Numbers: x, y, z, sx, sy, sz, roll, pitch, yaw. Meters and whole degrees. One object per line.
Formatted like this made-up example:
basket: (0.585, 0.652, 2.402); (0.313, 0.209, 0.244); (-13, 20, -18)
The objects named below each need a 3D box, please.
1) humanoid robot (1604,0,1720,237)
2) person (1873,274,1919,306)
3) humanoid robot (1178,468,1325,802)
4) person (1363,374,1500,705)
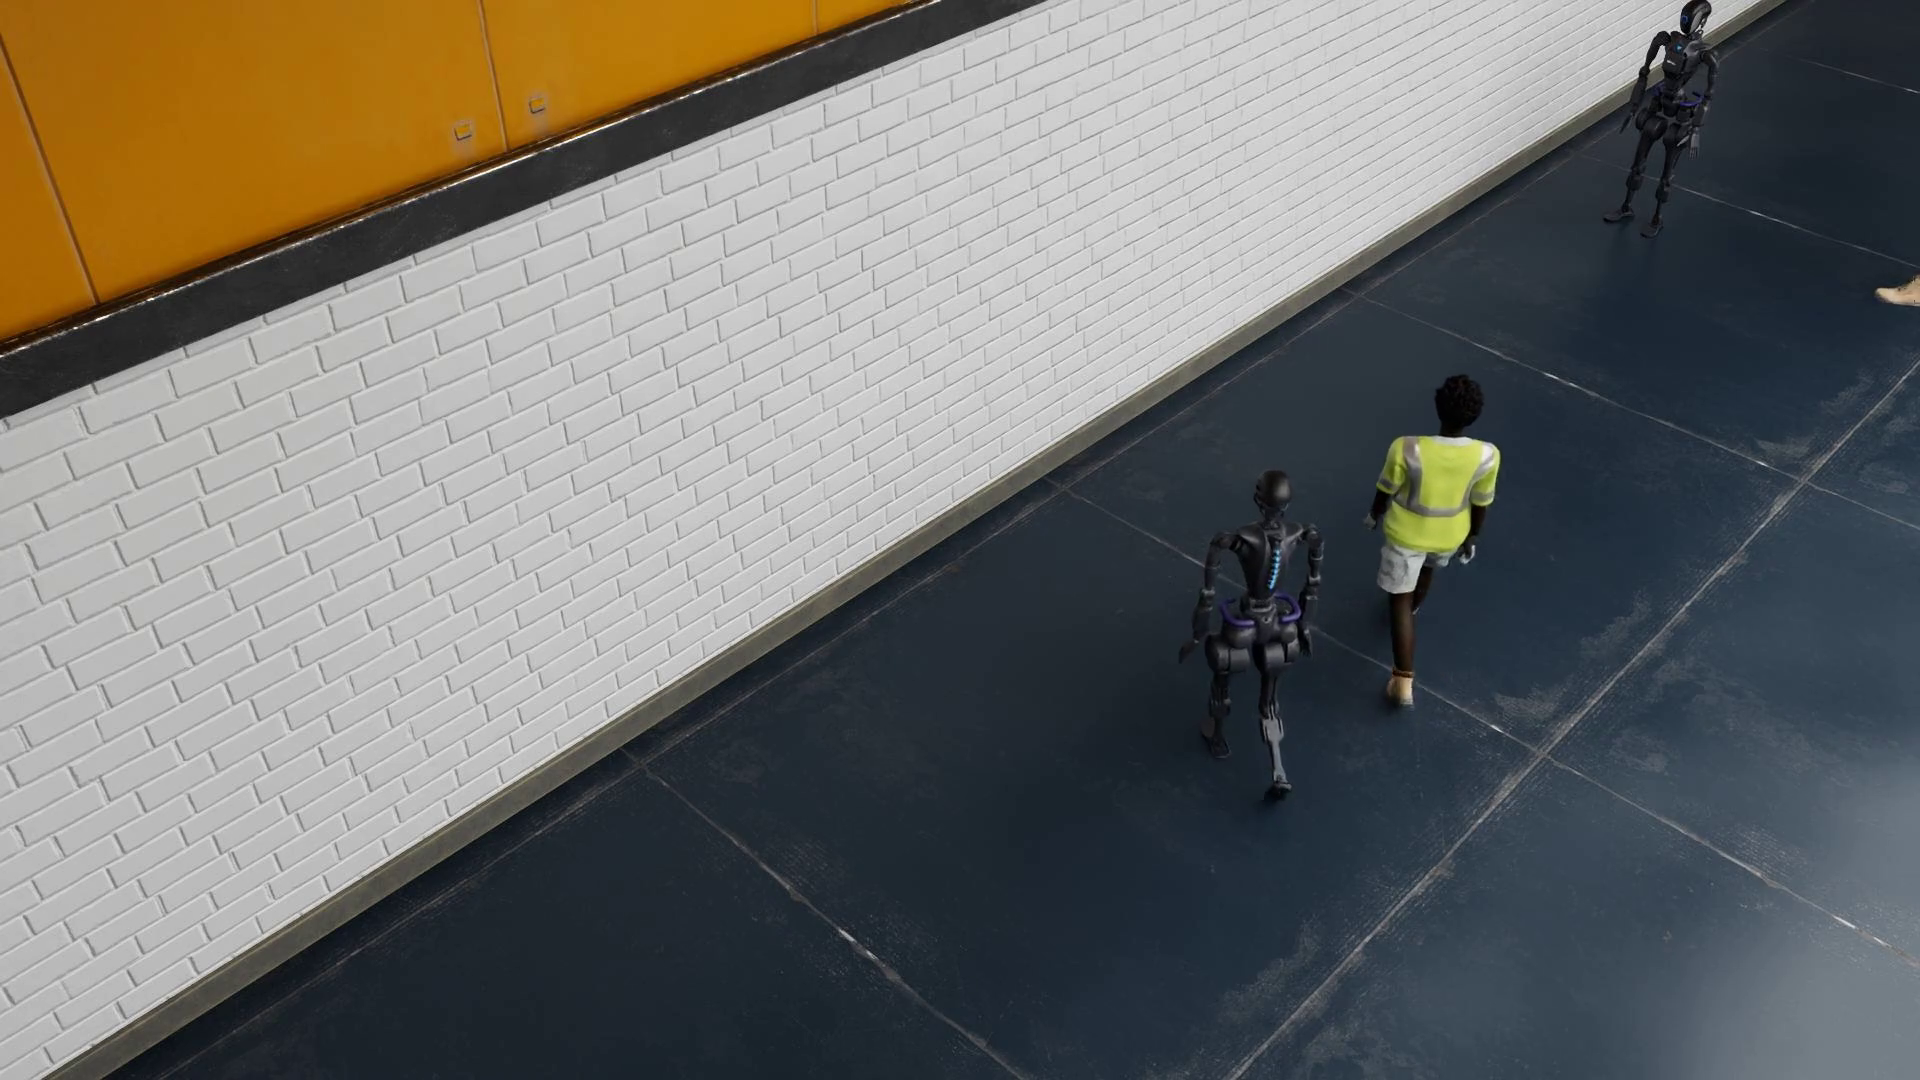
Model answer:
humanoid robot: (4.853, -2.890, 11.393); (0.315, 1.657, 0.599); (-26, 45, -28)
person: (6.562, -2.351, 10.465); (0.813, 2.013, 0.615); (16, 41, 19)
humanoid robot: (1.292, 0.446, 7.254); (0.612, 1.637, 0.671); (-7, 39, -9)
person: (2.205, -0.028, 7.840); (0.529, 1.654, 0.856); (-2, 39, -3)
